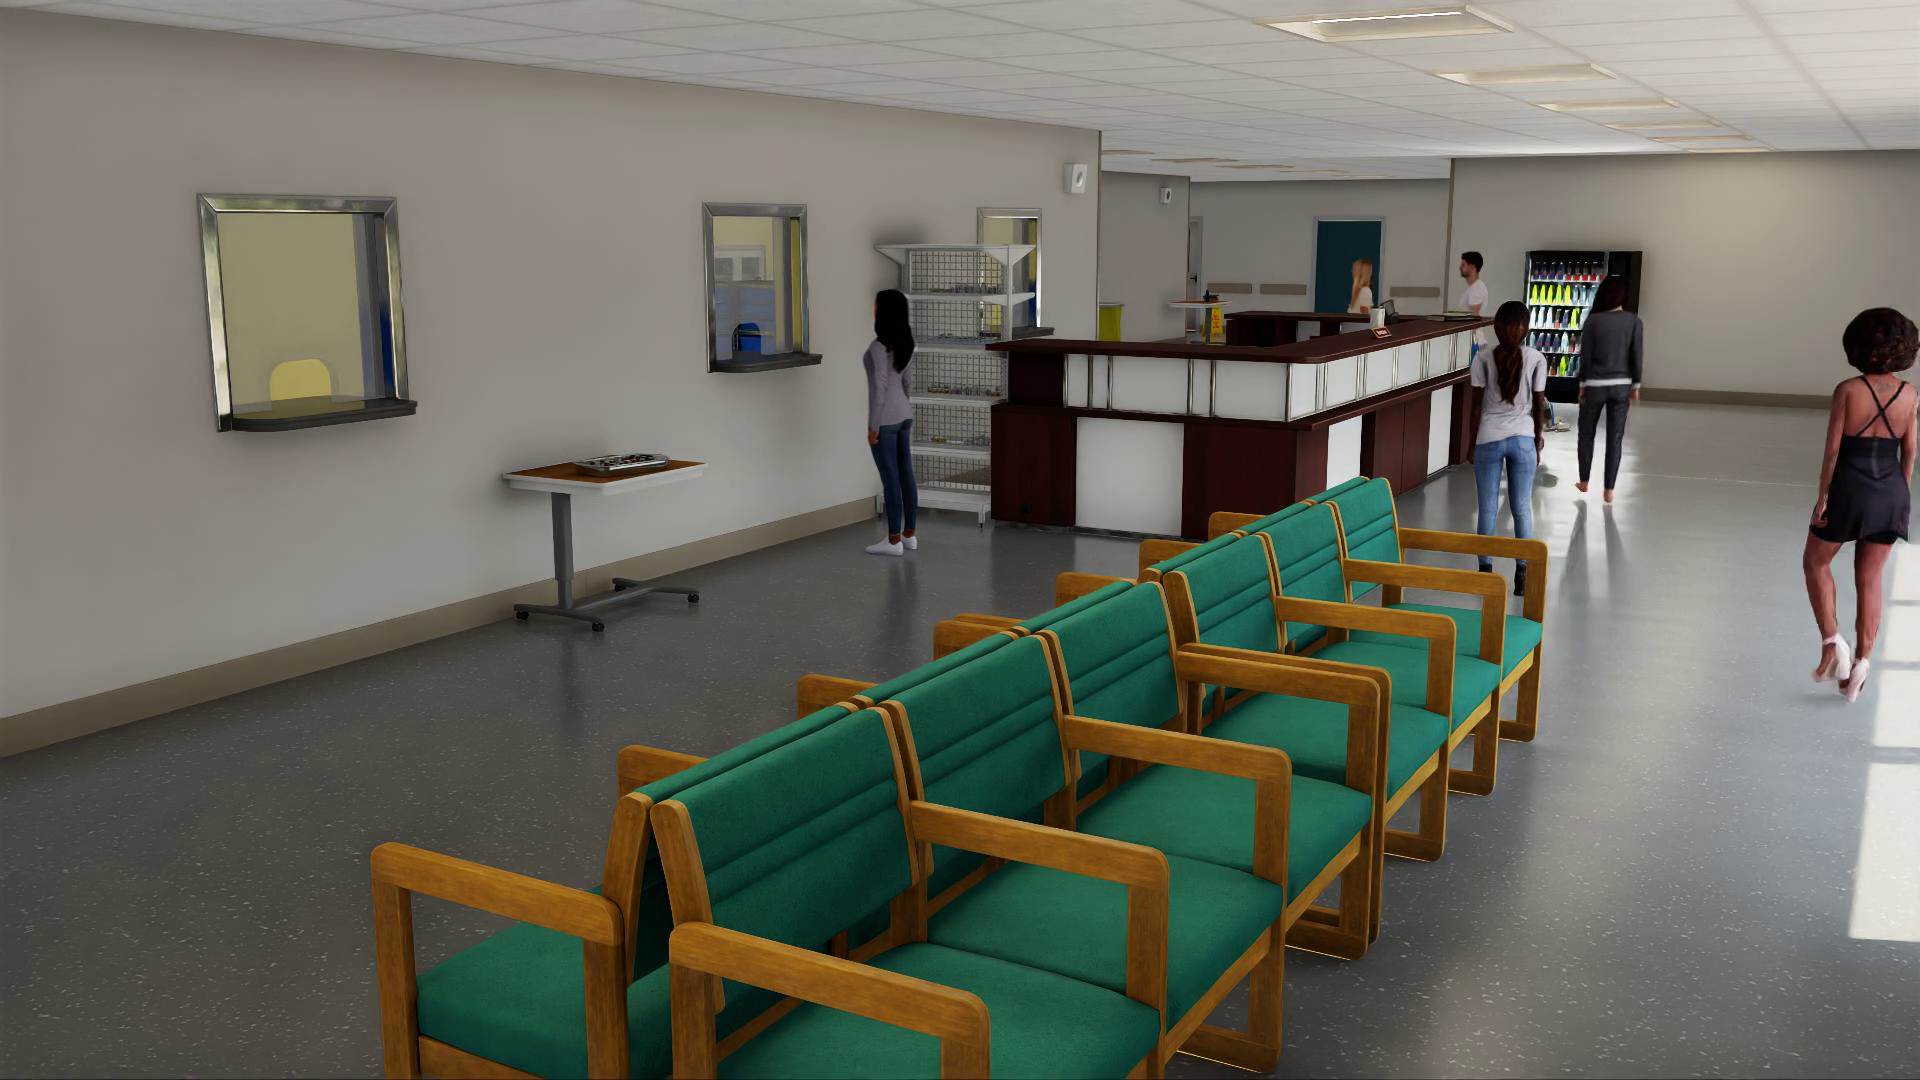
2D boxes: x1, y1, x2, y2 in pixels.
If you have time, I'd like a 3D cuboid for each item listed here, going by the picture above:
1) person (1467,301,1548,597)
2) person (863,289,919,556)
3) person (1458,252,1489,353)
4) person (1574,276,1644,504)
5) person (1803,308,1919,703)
[{"bbox_3d":[3.201,-0.541,9.759,0.566,1.719,0.705,2,11,9],"label":"person"},{"bbox_3d":[-0.443,-0.778,10.967,0.519,1.735,0.611,6,12,27],"label":"person"},{"bbox_3d":[5.243,-1.950,16.784,1.117,1.868,0.866,3,11,14],"label":"person"},{"bbox_3d":[5.056,-1.161,12.957,0.908,1.746,0.841,3,11,14],"label":"person"},{"bbox_3d":[4.057,-0.125,7.421,0.659,1.773,0.739,1,11,6],"label":"person"}]
